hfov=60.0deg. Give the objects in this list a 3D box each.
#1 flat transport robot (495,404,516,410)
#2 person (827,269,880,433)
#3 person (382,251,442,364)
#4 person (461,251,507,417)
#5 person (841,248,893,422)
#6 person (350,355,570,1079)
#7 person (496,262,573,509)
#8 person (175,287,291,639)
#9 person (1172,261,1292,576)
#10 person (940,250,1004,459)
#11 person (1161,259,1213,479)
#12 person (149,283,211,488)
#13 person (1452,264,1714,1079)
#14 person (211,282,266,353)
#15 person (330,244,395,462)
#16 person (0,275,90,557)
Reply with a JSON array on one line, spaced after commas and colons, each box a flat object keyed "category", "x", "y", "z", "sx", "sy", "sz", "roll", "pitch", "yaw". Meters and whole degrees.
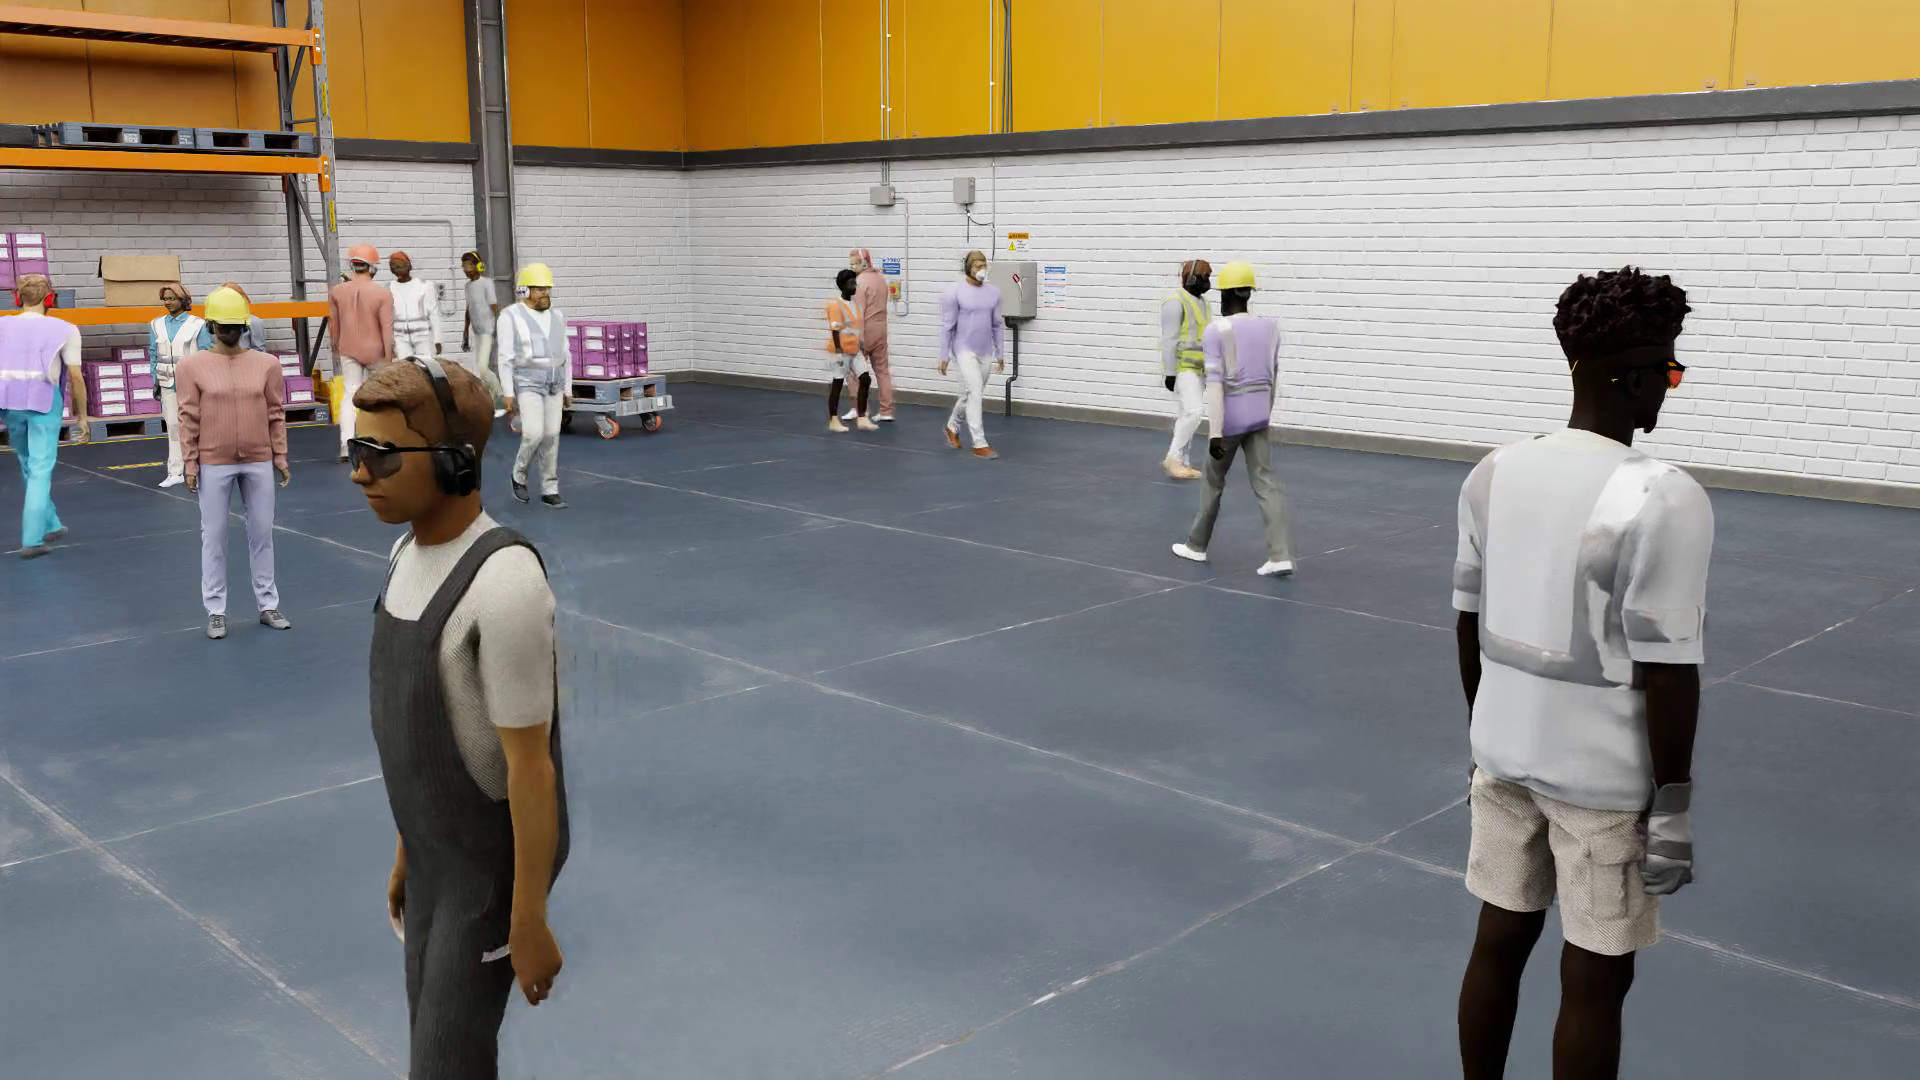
[{"category": "flat transport robot", "x": -4.681, "y": -1.671, "z": 19.484, "sx": 0.652, "sy": 0.197, "sz": 1.431, "roll": 7, "pitch": 12, "yaw": 33}, {"category": "person", "x": -1.089, "y": -1.918, "z": 16.994, "sx": 0.652, "sy": 1.671, "sz": 0.545, "roll": 6, "pitch": 12, "yaw": 31}, {"category": "person", "x": -5.810, "y": -2.137, "z": 17.685, "sx": 0.608, "sy": 1.866, "sz": 0.683, "roll": -1, "pitch": 10, "yaw": -5}, {"category": "person", "x": -5.302, "y": -2.261, "z": 18.404, "sx": 0.599, "sy": 1.851, "sz": 0.378, "roll": 10, "pitch": 14, "yaw": 43}, {"category": "person", "x": -1.054, "y": -2.208, "z": 18.031, "sx": 0.695, "sy": 1.871, "sz": 0.716, "roll": 6, "pitch": 12, "yaw": 29}, {"category": "person", "x": -0.842, "y": 0.585, "z": 2.947, "sx": 0.458, "sy": 1.832, "sz": 0.503, "roll": -7, "pitch": 13, "yaw": -35}, {"category": "person", "x": -3.109, "y": -1.129, "z": 12.289, "sx": 0.413, "sy": 1.822, "sz": 0.614, "roll": 8, "pitch": 13, "yaw": 39}, {"category": "person", "x": -3.666, "y": -0.391, "z": 8.430, "sx": 0.522, "sy": 1.768, "sz": 0.312, "roll": -8, "pitch": 13, "yaw": -37}, {"category": "person", "x": 1.687, "y": -0.730, "z": 10.001, "sx": 0.607, "sy": 1.872, "sz": 1.008, "roll": -6, "pitch": 12, "yaw": -29}, {"category": "person", "x": 0.080, "y": -1.729, "z": 15.384, "sx": 0.642, "sy": 1.906, "sz": 0.970, "roll": -8, "pitch": 13, "yaw": -36}, {"category": "person", "x": 1.905, "y": -1.399, "z": 13.759, "sx": 0.452, "sy": 1.822, "sz": 0.650, "roll": 7, "pitch": 13, "yaw": 34}, {"category": "person", "x": -6.248, "y": -1.235, "z": 13.374, "sx": 0.512, "sy": 1.641, "sz": 0.309, "roll": 1, "pitch": 10, "yaw": 4}, {"category": "person", "x": 1.236, "y": 0.440, "z": 3.346, "sx": 0.369, "sy": 1.965, "sz": 0.609, "roll": -4, "pitch": 11, "yaw": -23}, {"category": "person", "x": -6.080, "y": -1.350, "z": 14.013, "sx": 0.498, "sy": 1.633, "sz": 0.278, "roll": 2, "pitch": 11, "yaw": 11}, {"category": "person", "x": -5.401, "y": -1.693, "z": 15.053, "sx": 0.625, "sy": 1.952, "sz": 1.014, "roll": 0, "pitch": 10, "yaw": 2}, {"category": "person", "x": -5.942, "y": -0.805, "z": 10.693, "sx": 0.592, "sy": 1.774, "sz": 0.939, "roll": -1, "pitch": 10, "yaw": -7}]
